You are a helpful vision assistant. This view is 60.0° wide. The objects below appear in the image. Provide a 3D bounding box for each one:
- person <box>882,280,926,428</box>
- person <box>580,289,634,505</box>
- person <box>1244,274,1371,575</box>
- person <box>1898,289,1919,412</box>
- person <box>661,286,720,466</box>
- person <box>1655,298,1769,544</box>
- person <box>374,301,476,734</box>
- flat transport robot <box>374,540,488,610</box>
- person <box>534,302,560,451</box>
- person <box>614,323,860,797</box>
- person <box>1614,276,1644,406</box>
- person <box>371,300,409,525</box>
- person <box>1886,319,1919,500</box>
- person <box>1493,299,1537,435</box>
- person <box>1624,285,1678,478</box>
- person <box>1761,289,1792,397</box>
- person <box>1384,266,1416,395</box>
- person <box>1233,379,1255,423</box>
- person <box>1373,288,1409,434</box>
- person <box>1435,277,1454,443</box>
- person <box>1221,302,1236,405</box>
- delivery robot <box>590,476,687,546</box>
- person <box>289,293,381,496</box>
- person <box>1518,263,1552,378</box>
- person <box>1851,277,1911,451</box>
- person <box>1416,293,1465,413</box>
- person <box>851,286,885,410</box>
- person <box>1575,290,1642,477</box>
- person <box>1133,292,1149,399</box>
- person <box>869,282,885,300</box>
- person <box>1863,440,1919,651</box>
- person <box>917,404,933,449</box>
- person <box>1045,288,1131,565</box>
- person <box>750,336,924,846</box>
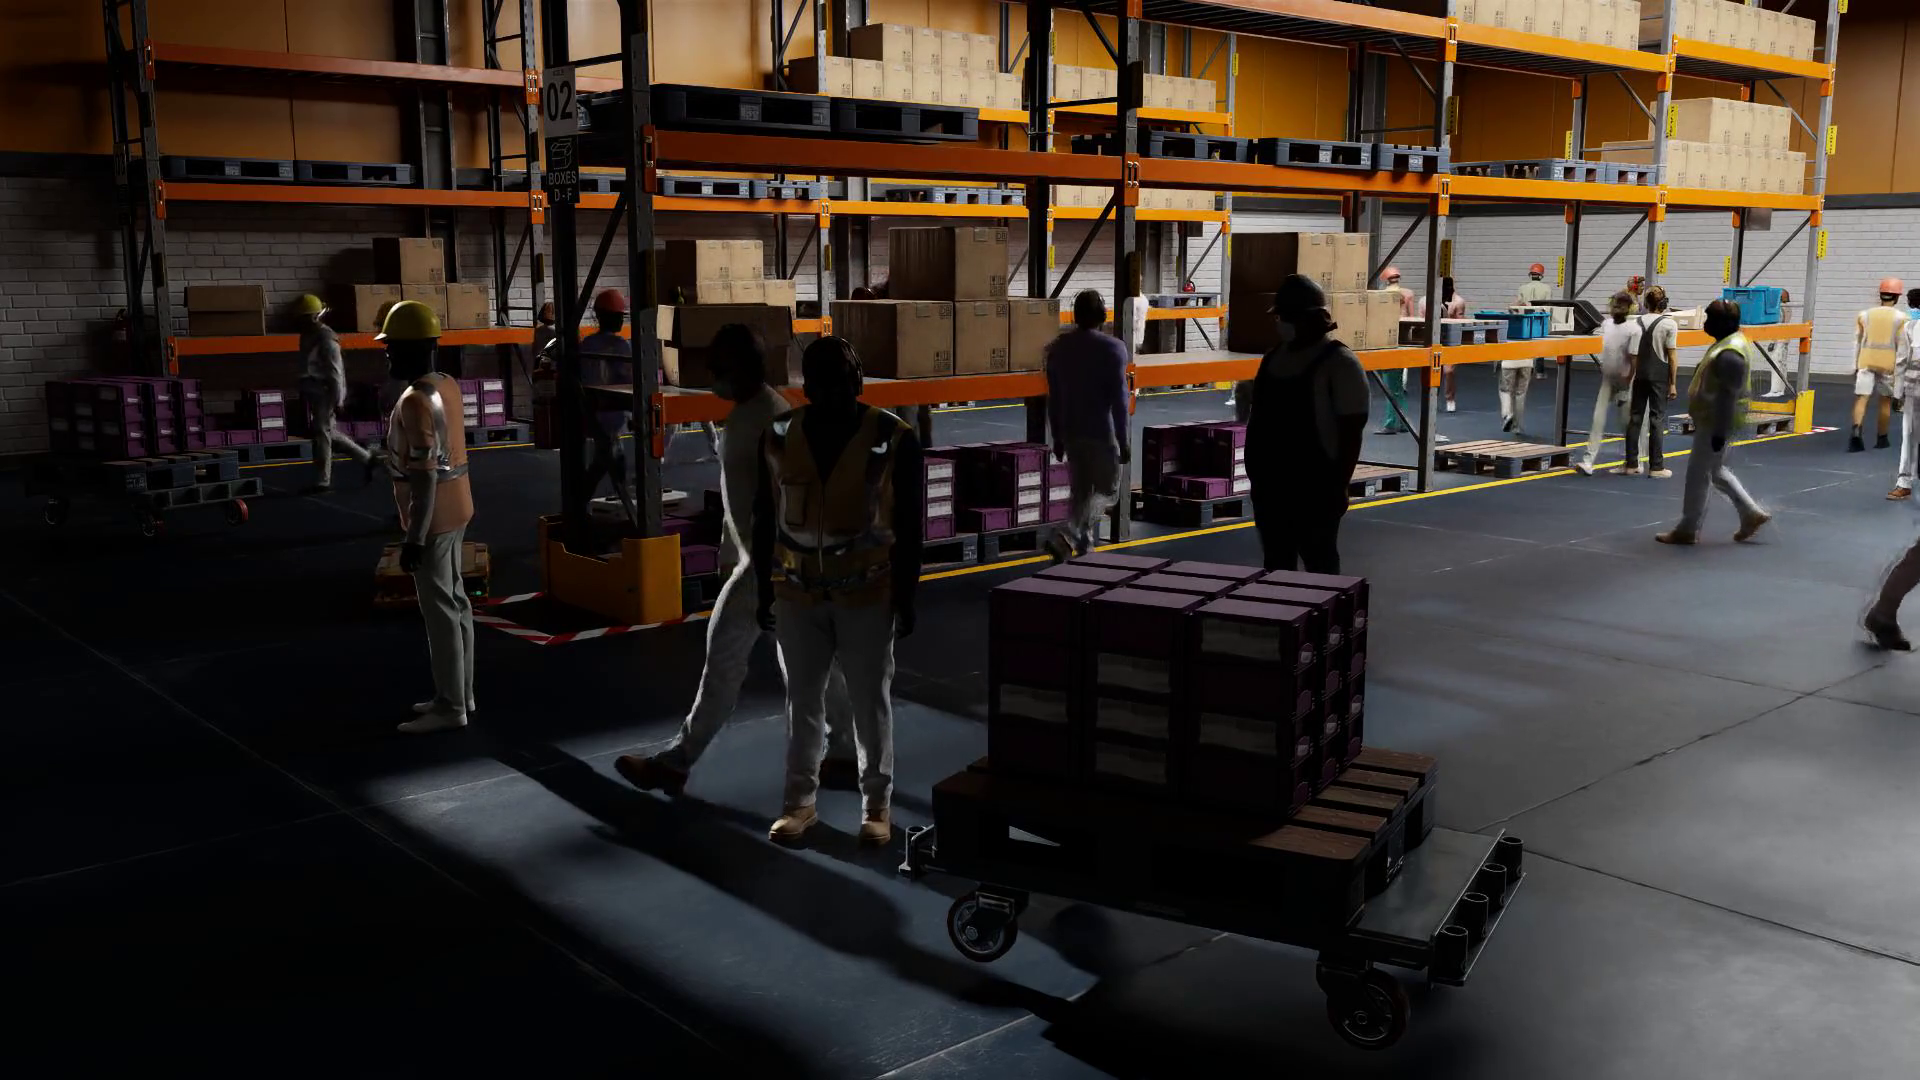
[{"bbox_3d":[-0.549,-1.243,14.119,0.629,1.940,0.373,-8,12,-39],"label":"person"},{"bbox_3d":[-2.671,-0.926,12.462,0.548,1.889,0.979,9,13,43],"label":"person"},{"bbox_3d":[1.701,-0.334,8.497,0.536,2.000,0.688,-7,12,-34],"label":"person"},{"bbox_3d":[12.905,-2.571,22.622,0.555,1.676,0.540,0,10,3],"label":"person"},{"bbox_3d":[-2.860,-1.661,16.908,0.960,1.818,0.539,-3,10,-16],"label":"person"},{"bbox_3d":[5.581,-0.860,12.219,0.719,1.821,0.642,5,11,25],"label":"person"},{"bbox_3d":[-2.380,-0.097,7.434,0.377,1.929,0.585,0,10,-3],"label":"person"},{"bbox_3d":[-3.333,0.200,10.540,0.652,0.197,1.431,-3,10,-16],"label":"flat transport robot"},{"bbox_3d":[-4.477,-1.787,18.216,0.498,1.629,0.276,9,13,43],"label":"person"},{"bbox_3d":[-0.830,0.095,6.484,1.033,1.865,0.688,-2,10,-11],"label":"person"},{"bbox_3d":[9.414,-2.780,23.393,0.390,1.843,0.566,1,10,4],"label":"person"},{"bbox_3d":[-4.271,-0.953,12.843,0.488,1.794,0.626,-2,10,-13],"label":"person"},{"bbox_3d":[8.352,-1.254,14.343,0.347,1.882,0.584,-8,13,-40],"label":"person"},{"bbox_3d":[6.618,-2.054,19.810,0.520,1.622,0.428,2,10,9],"label":"person"},{"bbox_3d":[6.637,-1.512,15.965,0.345,1.847,0.506,-8,12,-38],"label":"person"},{"bbox_3d":[12.344,-2.965,25.074,0.308,1.640,0.511,9,13,44],"label":"person"},{"bbox_3d":[6.559,-3.135,25.102,0.637,1.965,0.487,3,10,14],"label":"person"},{"bbox_3d":[2.897,-1.469,16.052,0.737,1.713,0.512,-8,13,-40],"label":"person"},{"bbox_3d":[5.194,-2.126,19.922,0.354,1.726,0.643,7,12,36],"label":"person"},{"bbox_3d":[5.451,-2.080,19.076,0.398,1.920,0.588,2,10,14],"label":"person"},{"bbox_3d":[3.997,-2.748,23.861,0.550,1.614,0.511,-7,12,-34],"label":"person"},{"bbox_3d":[-2.288,-0.218,11.883,0.477,0.478,0.707,7,12,37],"label":"delivery robot"},{"bbox_3d":[-5.600,-1.308,14.893,0.736,1.806,0.599,-7,12,-36],"label":"person"},{"bbox_3d":[10.008,-3.809,28.971,0.609,1.996,0.379,6,12,32],"label":"person"},{"bbox_3d":[10.022,-1.913,18.168,0.560,1.907,0.906,8,13,39],"label":"person"},{"bbox_3d":[6.480,-2.666,22.572,0.658,1.904,0.437,6,11,32],"label":"person"},{"bbox_3d":[-0.771,-1.056,13.170,0.355,1.887,0.574,-8,12,-38],"label":"person"},{"bbox_3d":[6.267,-1.494,15.997,0.960,1.800,0.589,-5,11,-29],"label":"person"},{"bbox_3d":[2.448,-2.895,23.941,0.591,1.888,0.646,-7,12,-36],"label":"person"},{"bbox_3d":[-0.688,-1.651,16.711,0.394,1.875,0.752,6,11,30],"label":"person"},{"bbox_3d":[5.172,-0.309,8.630,0.636,1.951,1.014,-2,10,-14],"label":"person"},{"bbox_3d":[-0.556,-1.456,15.195,0.999,2.005,0.610,-7,12,-37],"label":"person"},{"bbox_3d":[0.789,-0.672,10.834,0.672,1.919,0.637,-9,13,-43],"label":"person"},{"bbox_3d":[-0.454,0.189,6.014,0.633,1.842,0.429,2,10,9],"label":"person"}]
